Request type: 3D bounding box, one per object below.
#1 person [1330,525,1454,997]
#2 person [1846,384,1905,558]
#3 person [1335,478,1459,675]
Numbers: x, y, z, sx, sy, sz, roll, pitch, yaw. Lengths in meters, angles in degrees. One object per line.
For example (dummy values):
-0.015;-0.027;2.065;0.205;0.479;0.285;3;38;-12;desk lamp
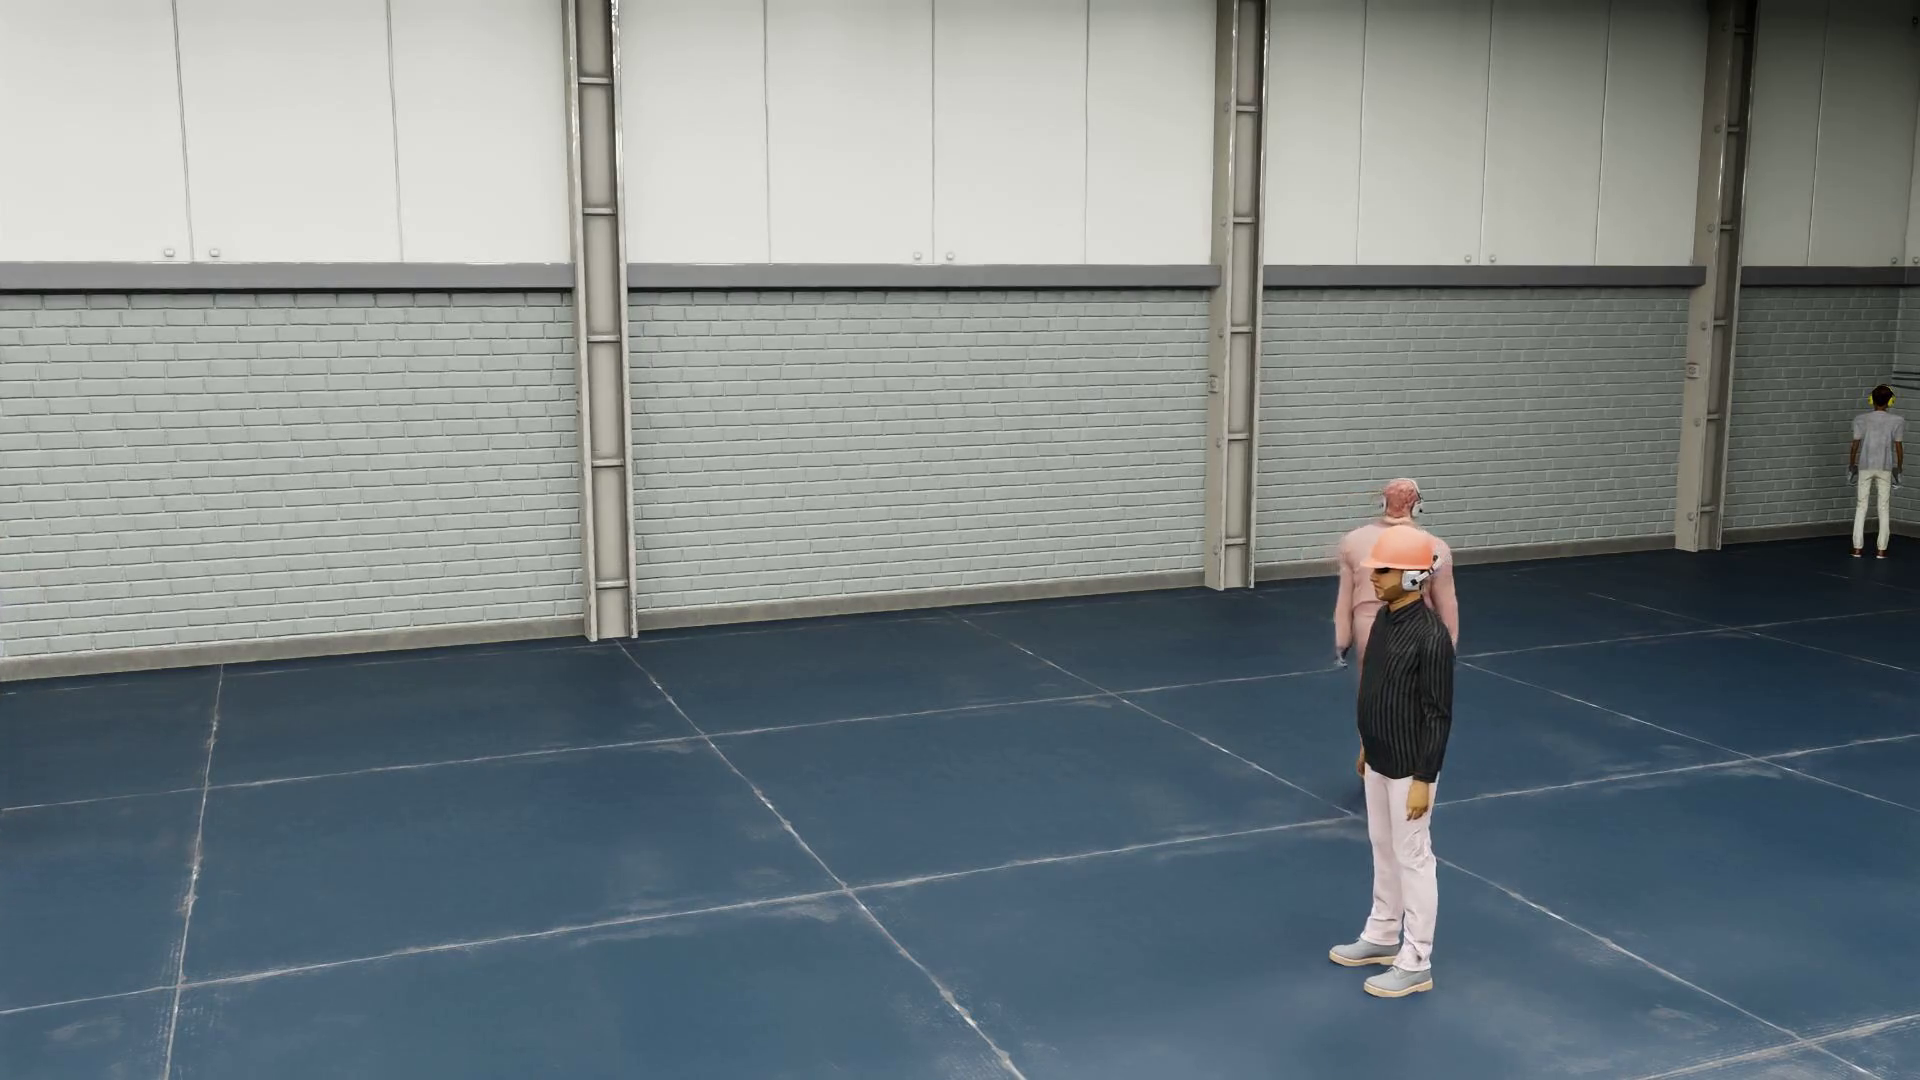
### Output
1.845;0.926;7.054;0.388;1.994;0.622;-2;9;-11;person
9.840;-0.738;17.886;0.537;1.869;0.314;5;10;28;person
2.568;0.572;9.649;0.675;1.873;0.860;6;11;34;person
